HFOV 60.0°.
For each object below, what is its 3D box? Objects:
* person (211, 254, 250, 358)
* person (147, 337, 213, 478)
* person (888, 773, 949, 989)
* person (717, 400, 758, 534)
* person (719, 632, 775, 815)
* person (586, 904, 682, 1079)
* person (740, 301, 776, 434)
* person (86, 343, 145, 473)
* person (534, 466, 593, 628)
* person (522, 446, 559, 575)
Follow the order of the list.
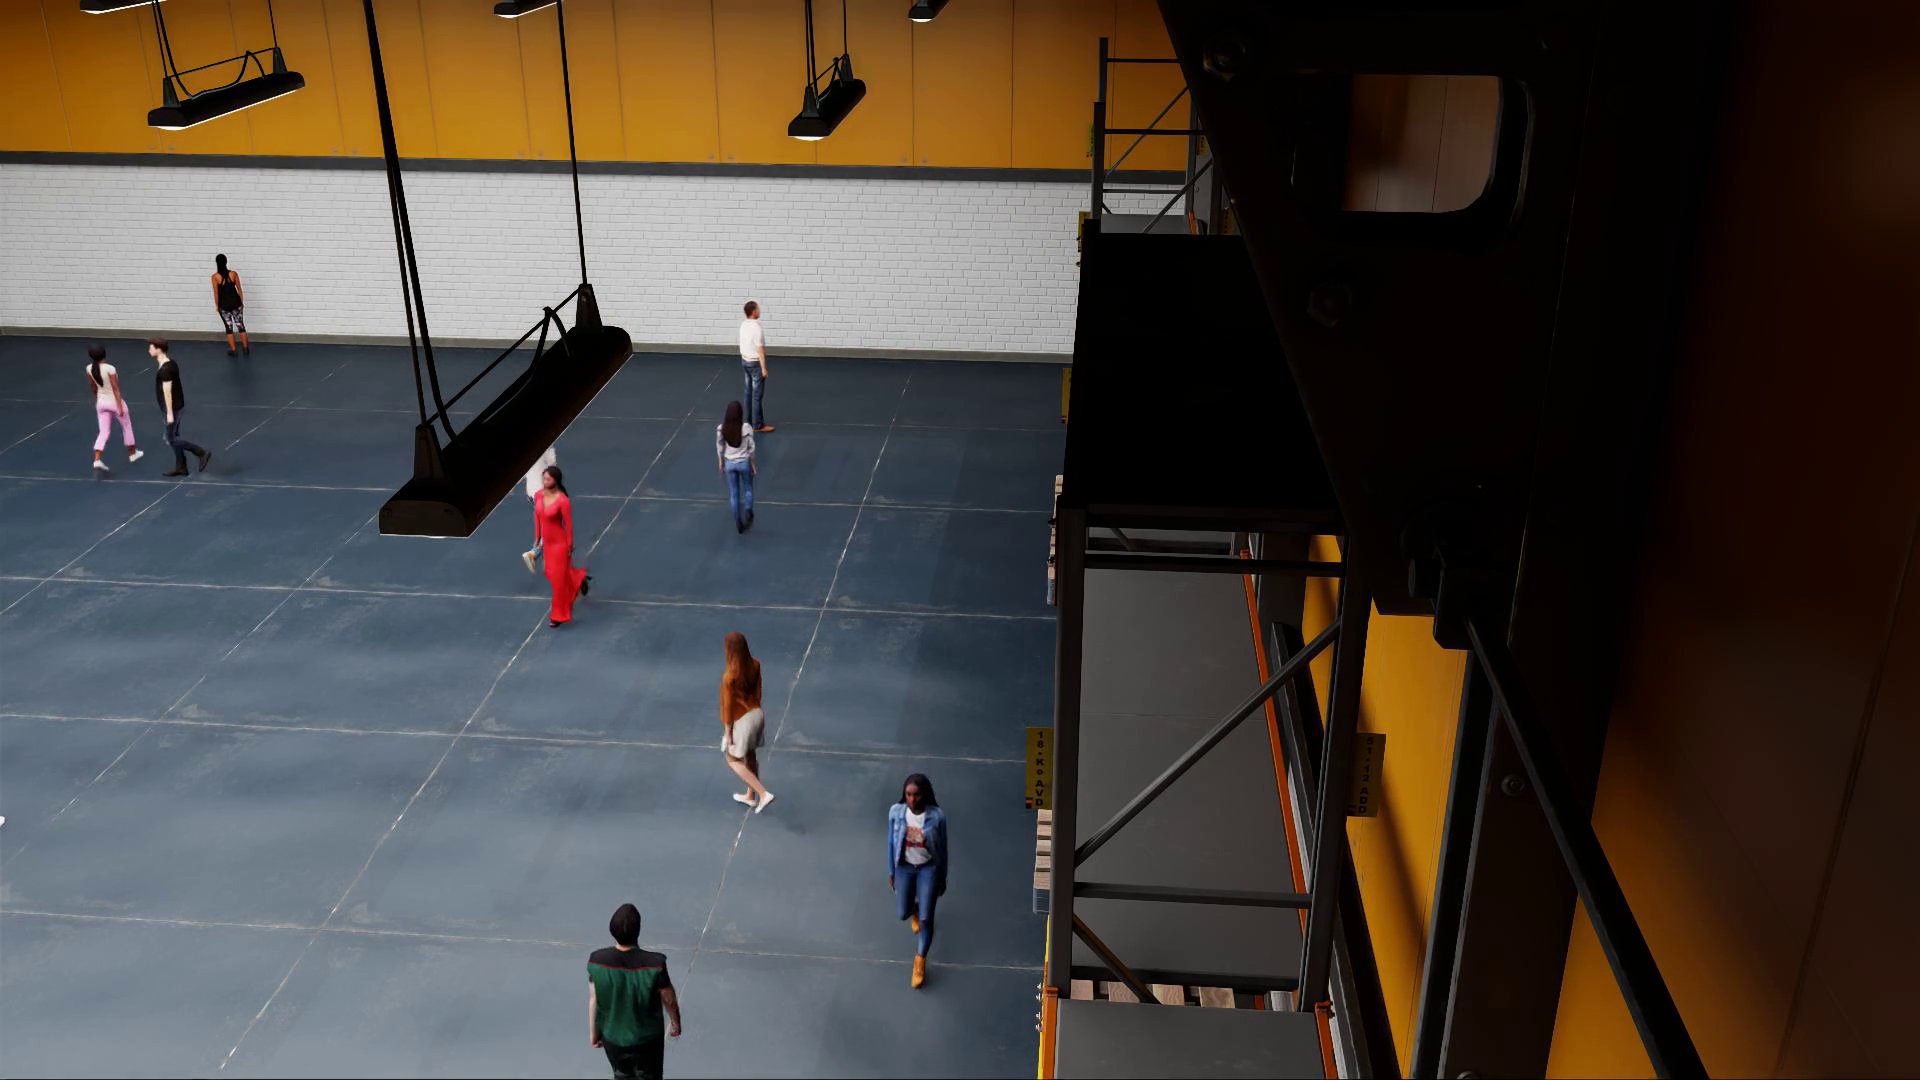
[{"bbox_3d":[-11.664,-3.768,26.549,0.653,1.663,0.708,-18,29,-35],"label":"person"},{"bbox_3d":[-10.126,-1.706,21.556,0.984,1.884,0.961,-10,26,-22],"label":"person"},{"bbox_3d":[-0.289,2.436,12.317,0.624,1.694,0.921,3,24,7],"label":"person"},{"bbox_3d":[-2.666,-0.856,19.945,0.663,1.616,0.780,0,24,-1],"label":"person"},{"bbox_3d":[-1.784,1.588,14.236,0.874,1.711,0.853,16,28,32],"label":"person"},{"bbox_3d":[-2.070,3.165,10.416,0.695,1.881,0.805,2,24,5],"label":"person"},{"bbox_3d":[-2.902,-2.436,23.261,0.814,1.856,0.727,-15,28,-30],"label":"person"},{"bbox_3d":[-11.195,-1.708,21.784,0.629,1.706,1.141,3,24,8],"label":"person"},{"bbox_3d":[-4.247,0.031,17.733,0.883,1.763,1.070,13,27,28],"label":"person"},{"bbox_3d":[-4.739,-0.485,18.754,0.937,1.890,1.083,14,27,29],"label":"person"}]
